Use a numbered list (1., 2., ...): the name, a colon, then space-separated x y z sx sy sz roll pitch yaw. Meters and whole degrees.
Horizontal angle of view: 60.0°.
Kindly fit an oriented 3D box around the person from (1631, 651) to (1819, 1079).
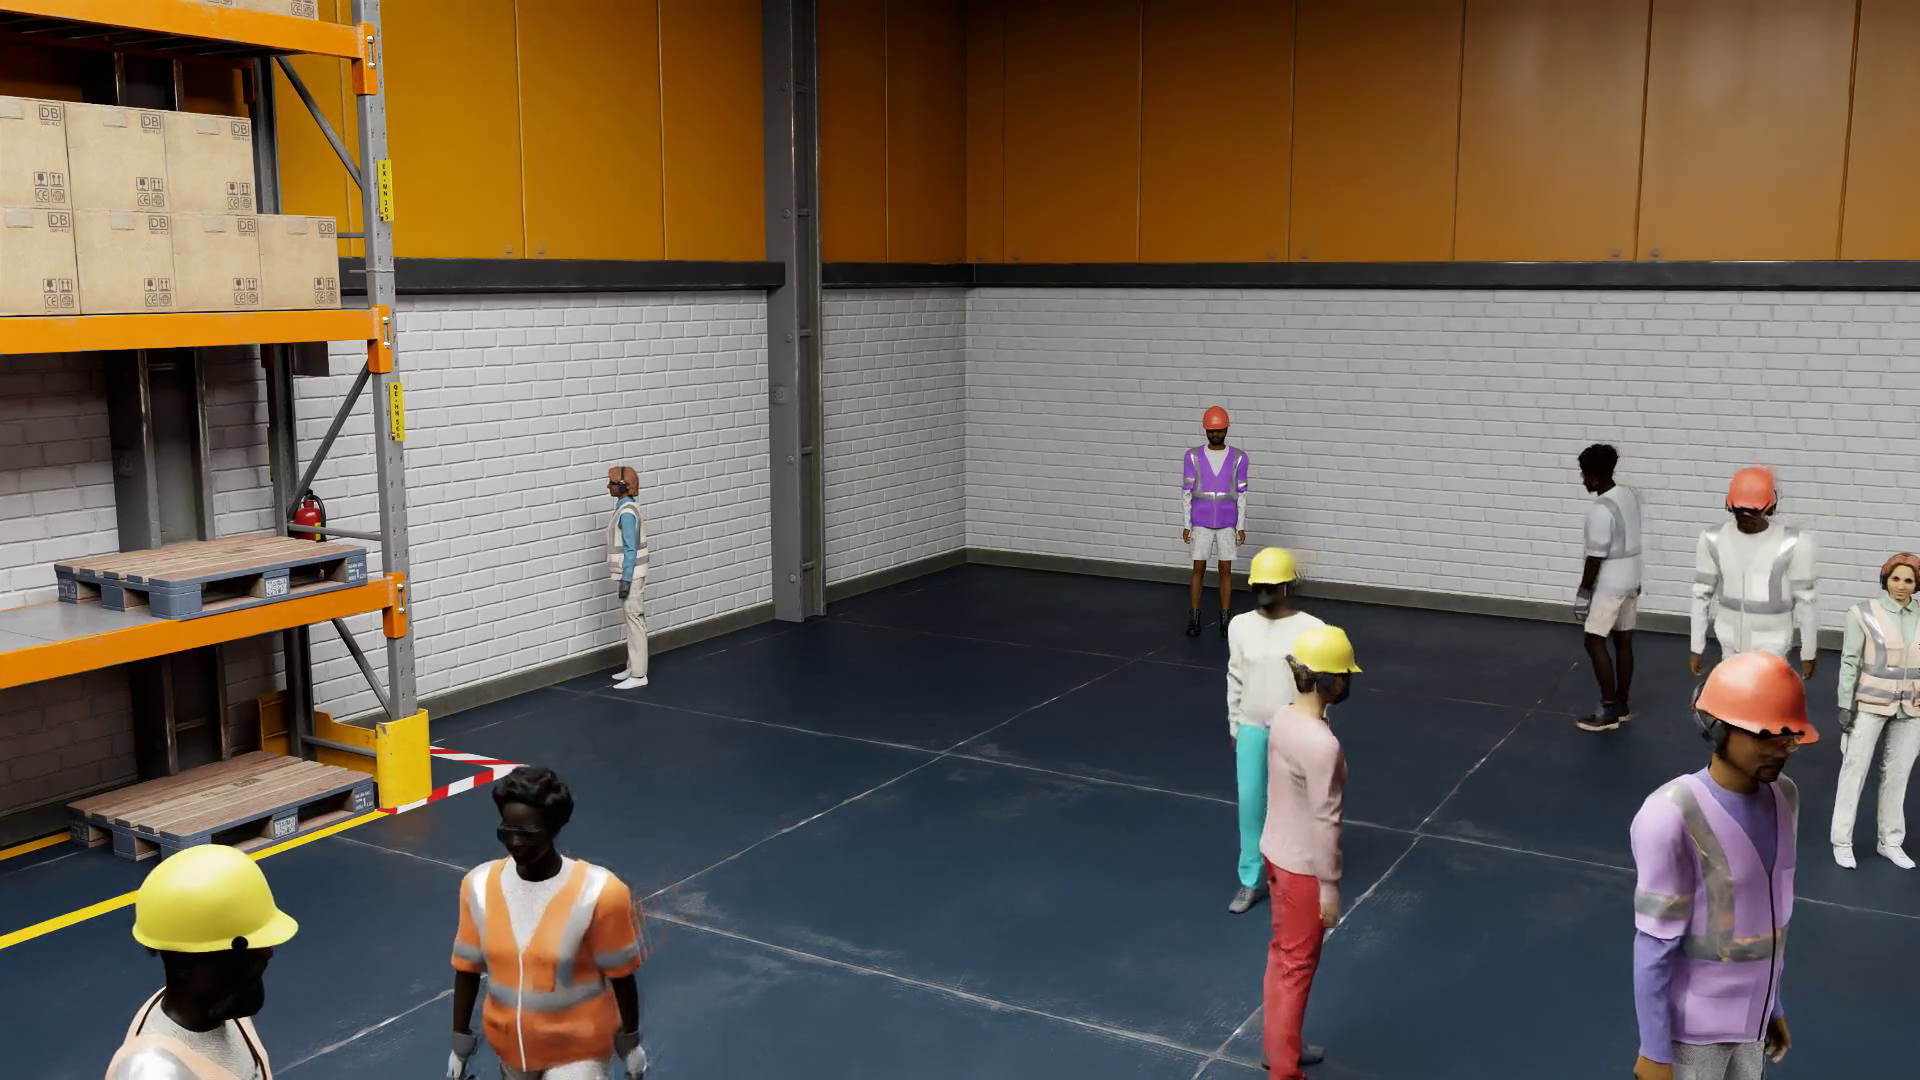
1. person: 2.083 1.295 4.537 0.615 2.038 0.395 -6 11 -32

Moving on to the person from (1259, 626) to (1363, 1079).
1. person: 1.284 1.183 6.119 0.371 1.757 0.567 -1 9 -8

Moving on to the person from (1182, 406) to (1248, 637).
1. person: 2.124 -0.151 13.887 0.547 1.938 0.359 1 9 6

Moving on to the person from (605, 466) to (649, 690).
1. person: -2.431 0.269 12.184 0.312 1.642 0.512 -2 9 -10

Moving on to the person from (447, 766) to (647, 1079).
1. person: -1.210 1.457 4.702 0.551 1.649 0.876 3 10 17

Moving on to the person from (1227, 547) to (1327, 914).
1. person: 1.548 0.879 8.034 0.522 1.746 0.699 5 10 29

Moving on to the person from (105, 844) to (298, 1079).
1. person: -1.488 1.541 3.357 0.382 1.924 0.594 -3 9 -15

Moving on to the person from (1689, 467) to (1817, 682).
1. person: 4.346 0.579 9.203 1.003 1.970 0.625 -7 12 -39

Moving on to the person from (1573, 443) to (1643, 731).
1. person: 4.380 0.298 11.163 0.369 1.928 0.744 9 13 44

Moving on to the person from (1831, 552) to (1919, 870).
1. person: 4.720 0.868 8.460 0.517 1.636 0.313 0 9 1
